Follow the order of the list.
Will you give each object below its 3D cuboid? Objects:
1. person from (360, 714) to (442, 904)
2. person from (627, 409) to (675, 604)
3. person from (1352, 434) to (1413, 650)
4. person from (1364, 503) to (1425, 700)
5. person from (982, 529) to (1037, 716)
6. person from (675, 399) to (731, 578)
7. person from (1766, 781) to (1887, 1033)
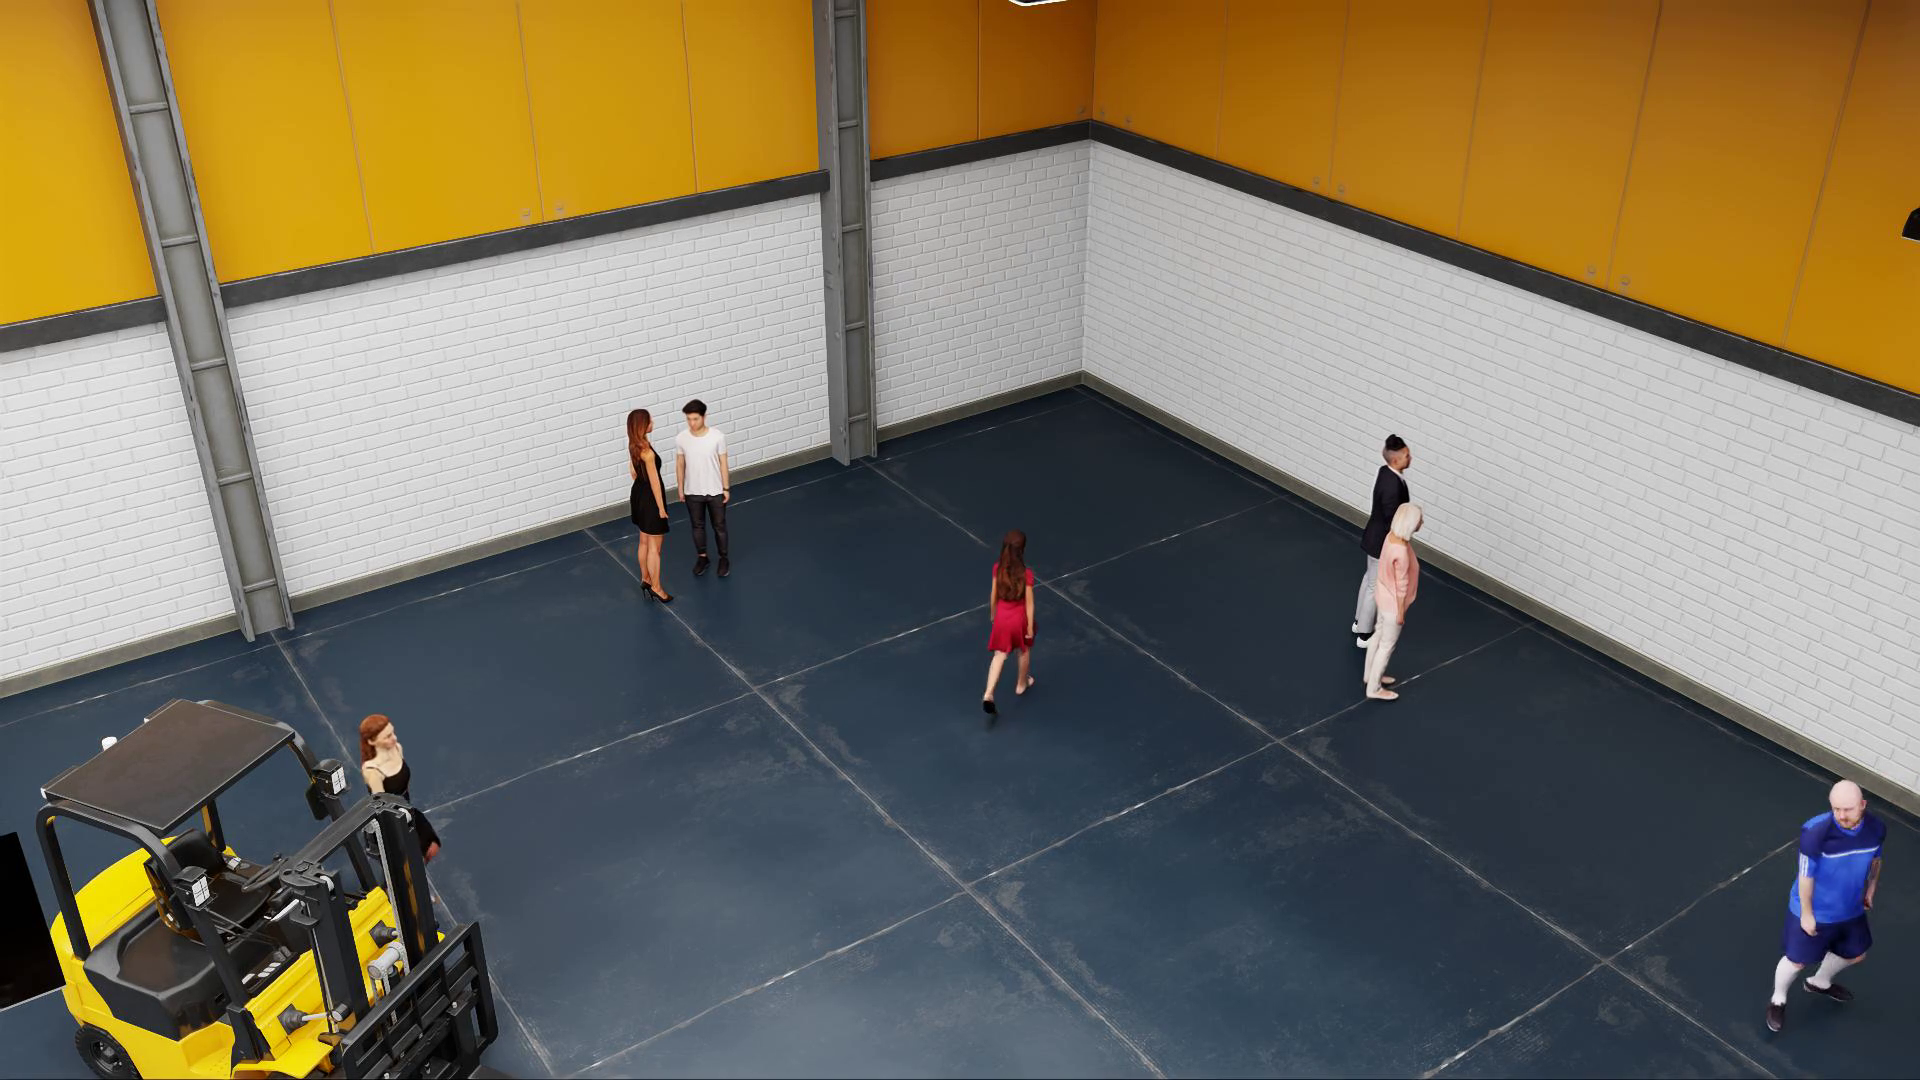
[{"bbox_3d":[-3.772,1.820,10.845,0.754,1.612,0.684,8,30,14],"label":"person"},{"bbox_3d":[-2.712,-0.297,14.492,0.512,1.835,0.570,-19,34,-31],"label":"person"},{"bbox_3d":[3.524,-0.014,13.854,0.832,1.949,0.790,3,29,6],"label":"person"},{"bbox_3d":[3.428,0.465,13.211,0.692,1.724,0.669,-1,29,-1],"label":"person"},{"bbox_3d":[0.380,0.659,13.057,0.856,1.532,1.050,12,31,21],"label":"person"},{"bbox_3d":[-2.291,-0.490,14.971,0.687,1.716,0.772,2,29,3],"label":"person"},{"bbox_3d":[5.208,2.184,9.965,0.757,1.816,1.010,-10,30,-18],"label":"person"}]
